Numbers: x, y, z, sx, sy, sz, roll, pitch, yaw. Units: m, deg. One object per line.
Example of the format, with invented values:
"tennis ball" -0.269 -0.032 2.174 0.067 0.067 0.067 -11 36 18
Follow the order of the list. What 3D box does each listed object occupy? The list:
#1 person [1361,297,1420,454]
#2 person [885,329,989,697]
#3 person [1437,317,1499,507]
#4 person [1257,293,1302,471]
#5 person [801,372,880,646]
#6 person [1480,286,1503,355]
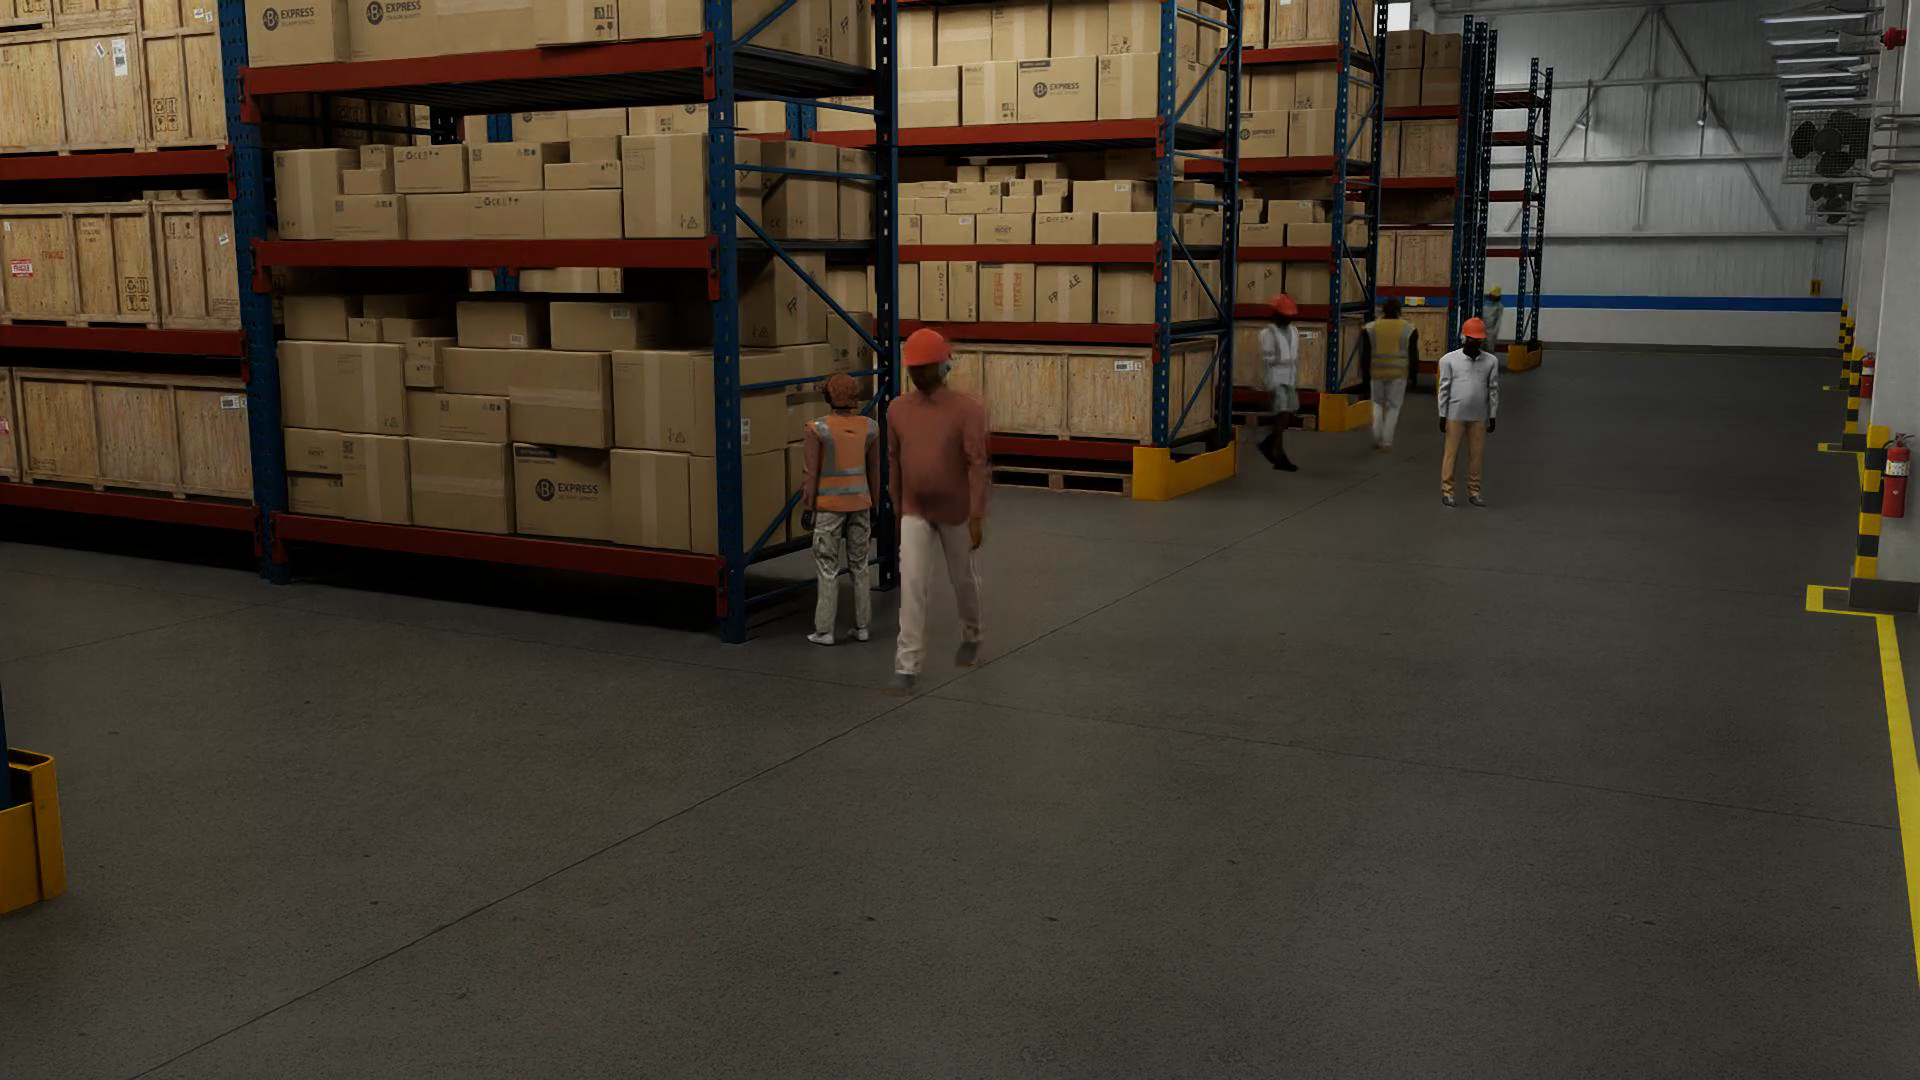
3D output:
"person" 5.059 -1.931 19.492 0.645 1.816 0.707 4 11 23
"person" -0.105 -0.179 9.061 0.635 1.944 1.039 4 10 20
"person" 4.668 -1.167 15.280 0.564 1.745 0.349 0 10 -2
"person" 3.445 -1.703 17.912 0.557 1.908 0.555 -7 12 -37
"person" -0.702 -0.181 9.913 0.524 1.631 0.318 -6 12 -33
"person" 10.139 -4.024 31.966 0.554 1.684 0.747 8 13 39
